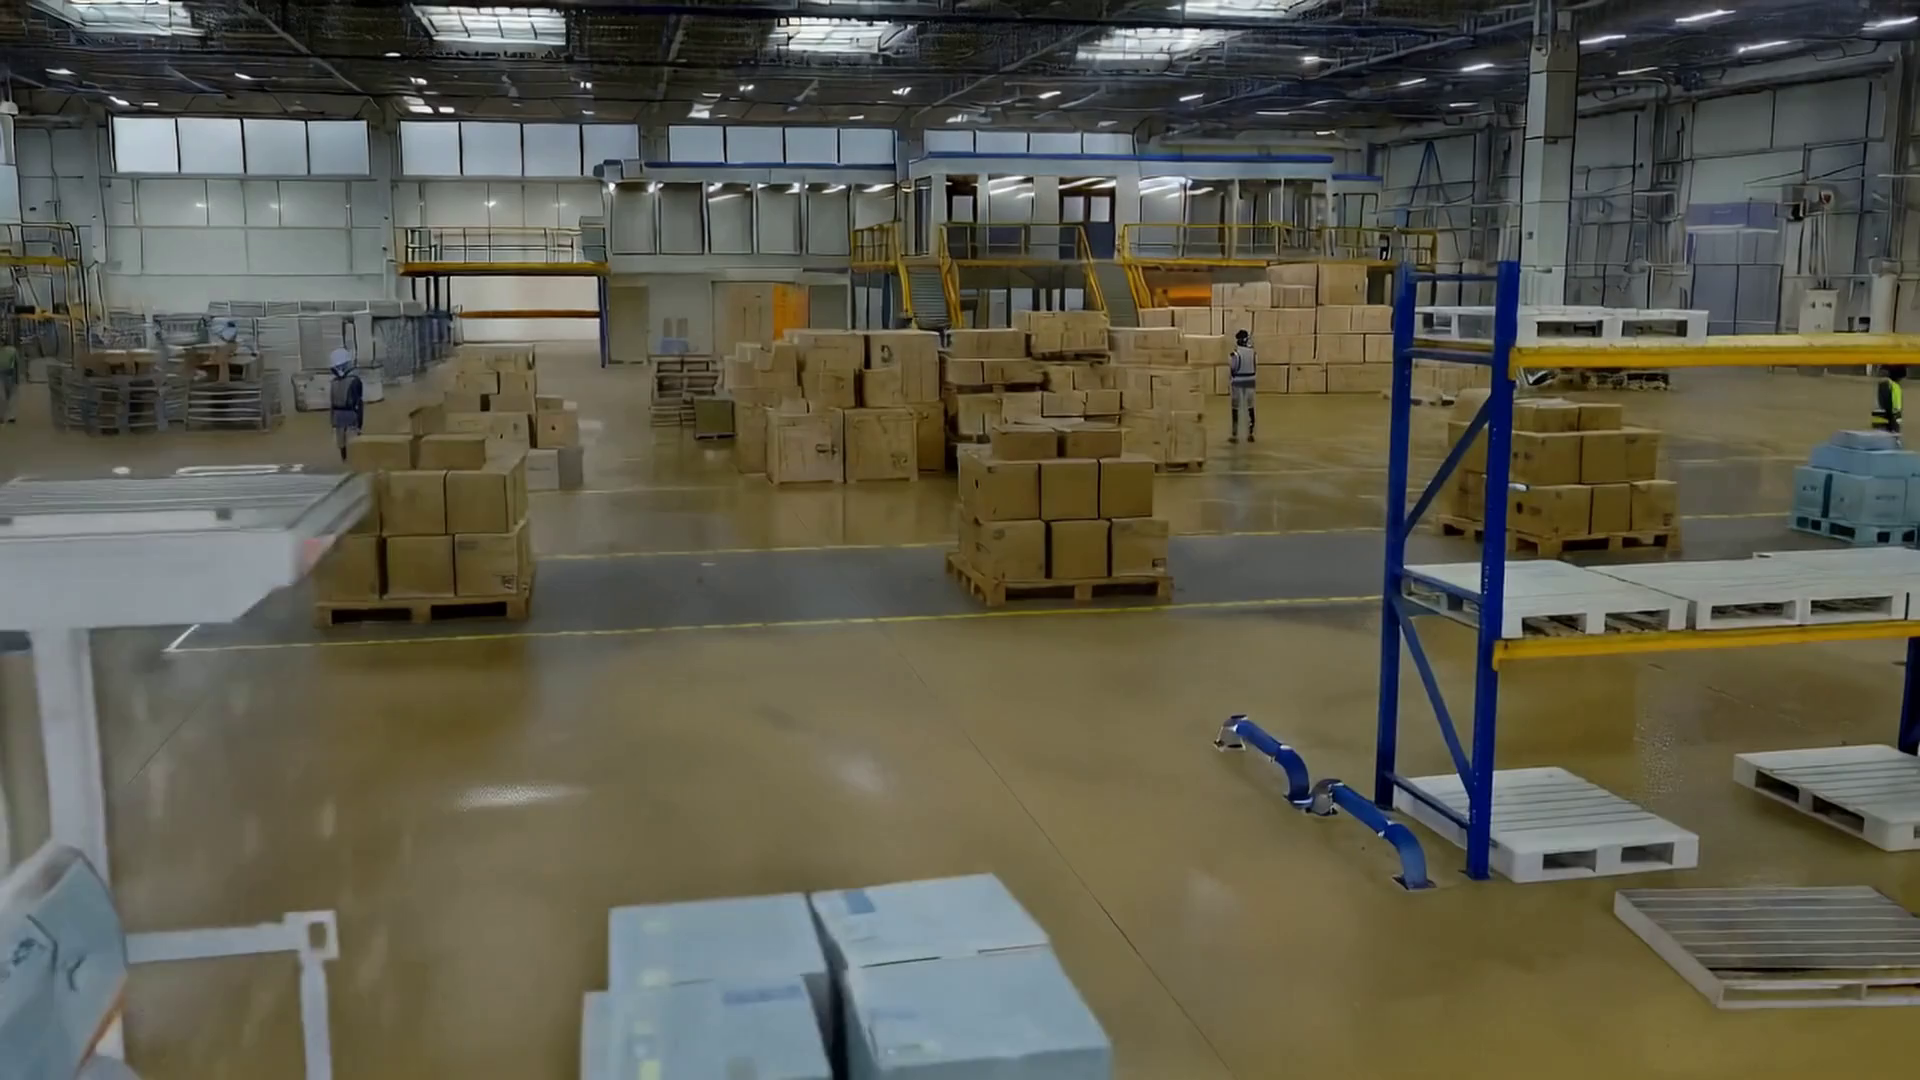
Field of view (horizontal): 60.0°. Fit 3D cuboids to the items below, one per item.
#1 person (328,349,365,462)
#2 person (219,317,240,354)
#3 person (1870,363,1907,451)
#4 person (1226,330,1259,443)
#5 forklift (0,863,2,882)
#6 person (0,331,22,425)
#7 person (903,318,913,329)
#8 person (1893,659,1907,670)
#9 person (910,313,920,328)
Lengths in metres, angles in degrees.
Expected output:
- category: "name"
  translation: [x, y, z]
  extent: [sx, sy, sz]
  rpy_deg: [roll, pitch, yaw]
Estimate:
- category: "person"
  translation: [-8.057, -1.525, 21.787]
  extent: [0.550, 1.935, 0.376]
  rpy_deg: [5, 11, 28]
- category: "person"
  translation: [-19.037, -4.962, 43.403]
  extent: [0.515, 1.702, 0.837]
  rpy_deg: [-2, 10, -11]
- category: "person"
  translation: [11.956, -1.408, 21.342]
  extent: [0.778, 1.851, 0.594]
  rpy_deg: [9, 13, 44]
- category: "person"
  translation: [4.835, -2.633, 28.556]
  extent: [0.603, 1.938, 0.425]
  rpy_deg: [-4, 10, -22]
- category: "forklift"
  translation: [-2.367, 0.997, 3.547]
  extent: [1.873, 2.768, 1.129]
  rpy_deg: [-2, 10, -12]
- category: "person"
  translation: [-18.230, -3.080, 31.704]
  extent: [0.628, 1.785, 0.915]
  rpy_deg: [-5, 11, -30]
- category: "person"
  translation: [-1.159, -3.868, 36.134]
  extent: [0.452, 1.907, 0.603]
  rpy_deg: [7, 11, 35]
- category: "person"
  translation: [7.423, 0.117, 12.141]
  extent: [0.984, 1.818, 0.540]
  rpy_deg: [-2, 9, -9]
- category: "person"
  translation: [-1.128, -4.474, 39.816]
  extent: [0.568, 1.922, 0.411]
  rpy_deg: [7, 12, 37]
